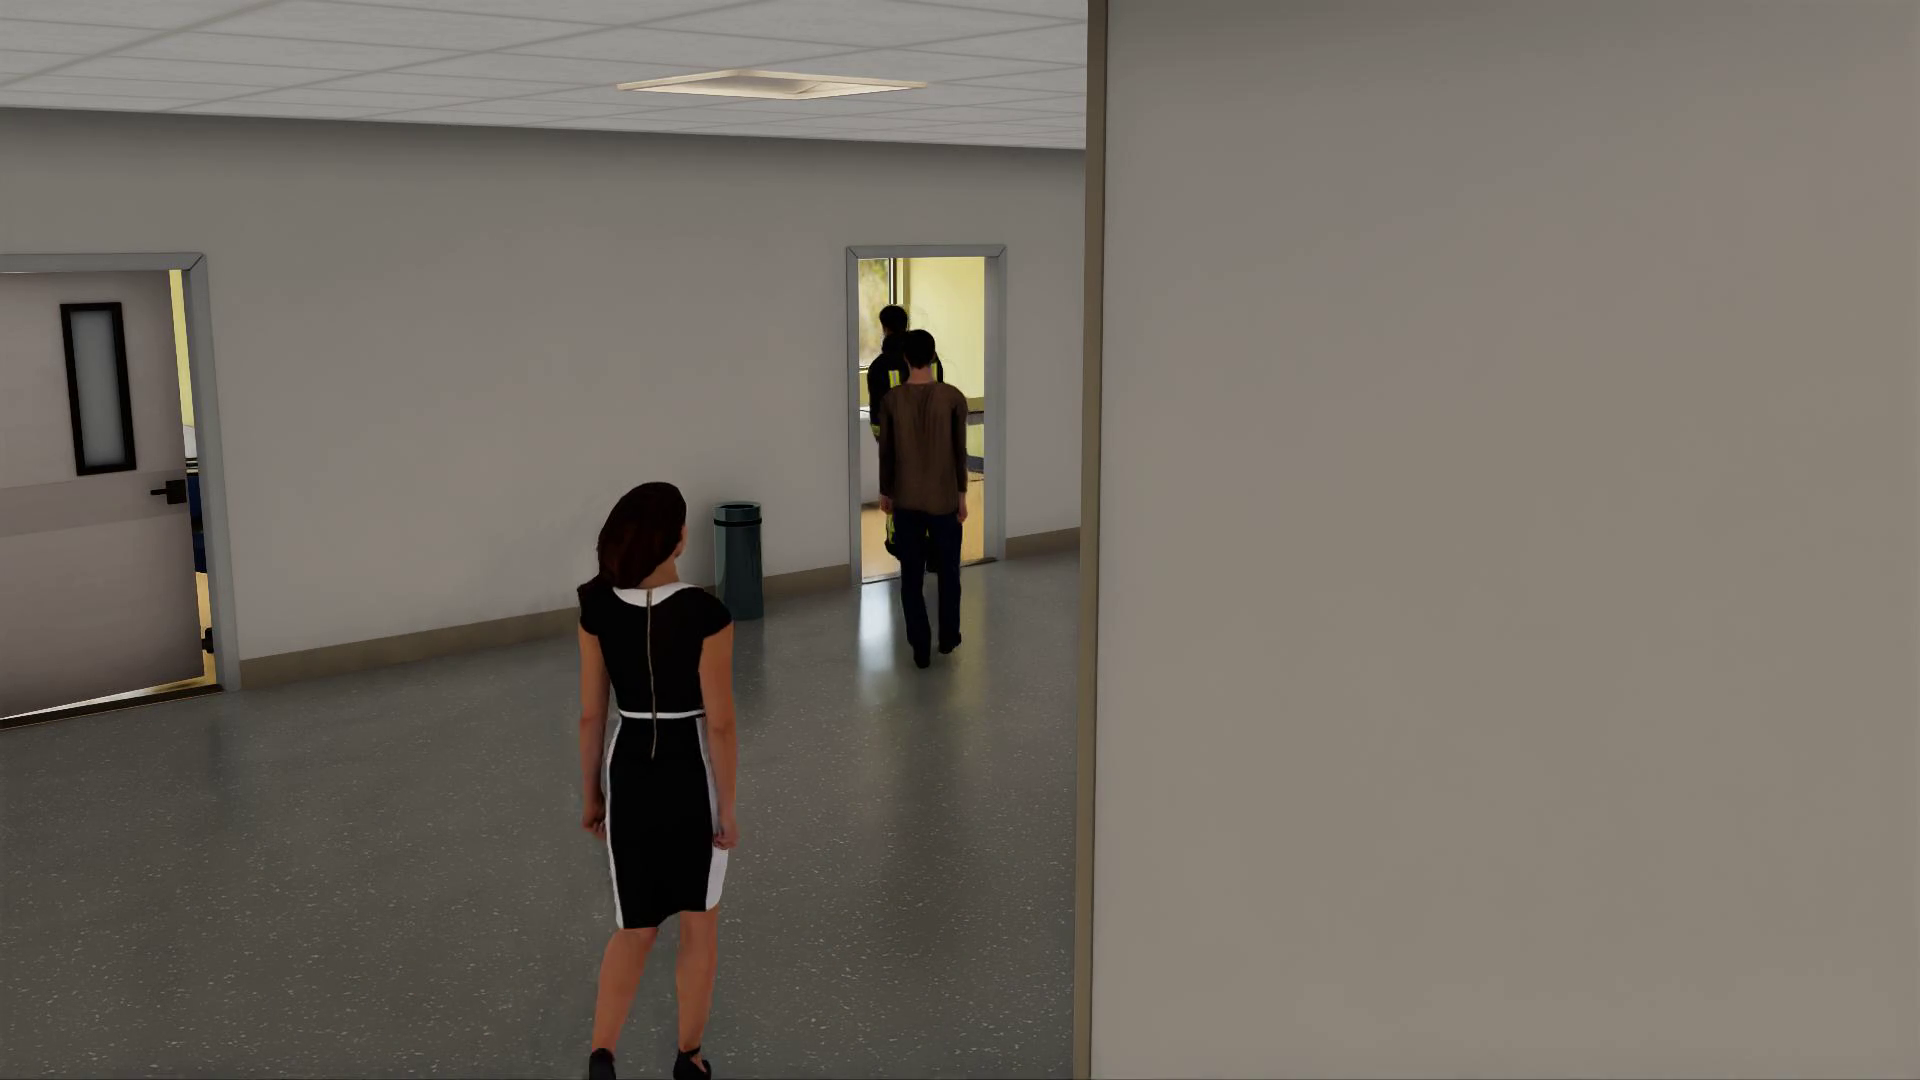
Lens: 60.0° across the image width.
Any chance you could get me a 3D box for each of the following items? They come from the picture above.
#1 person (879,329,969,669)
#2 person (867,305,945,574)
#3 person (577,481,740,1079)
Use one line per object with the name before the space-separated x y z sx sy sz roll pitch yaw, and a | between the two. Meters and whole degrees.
person | -0.199 -0.211 9.204 0.904 1.871 0.962 1 11 4
person | -0.296 -0.654 11.571 1.313 1.859 1.193 -3 11 -13
person | -0.806 0.752 4.384 0.961 1.778 1.058 2 11 10
